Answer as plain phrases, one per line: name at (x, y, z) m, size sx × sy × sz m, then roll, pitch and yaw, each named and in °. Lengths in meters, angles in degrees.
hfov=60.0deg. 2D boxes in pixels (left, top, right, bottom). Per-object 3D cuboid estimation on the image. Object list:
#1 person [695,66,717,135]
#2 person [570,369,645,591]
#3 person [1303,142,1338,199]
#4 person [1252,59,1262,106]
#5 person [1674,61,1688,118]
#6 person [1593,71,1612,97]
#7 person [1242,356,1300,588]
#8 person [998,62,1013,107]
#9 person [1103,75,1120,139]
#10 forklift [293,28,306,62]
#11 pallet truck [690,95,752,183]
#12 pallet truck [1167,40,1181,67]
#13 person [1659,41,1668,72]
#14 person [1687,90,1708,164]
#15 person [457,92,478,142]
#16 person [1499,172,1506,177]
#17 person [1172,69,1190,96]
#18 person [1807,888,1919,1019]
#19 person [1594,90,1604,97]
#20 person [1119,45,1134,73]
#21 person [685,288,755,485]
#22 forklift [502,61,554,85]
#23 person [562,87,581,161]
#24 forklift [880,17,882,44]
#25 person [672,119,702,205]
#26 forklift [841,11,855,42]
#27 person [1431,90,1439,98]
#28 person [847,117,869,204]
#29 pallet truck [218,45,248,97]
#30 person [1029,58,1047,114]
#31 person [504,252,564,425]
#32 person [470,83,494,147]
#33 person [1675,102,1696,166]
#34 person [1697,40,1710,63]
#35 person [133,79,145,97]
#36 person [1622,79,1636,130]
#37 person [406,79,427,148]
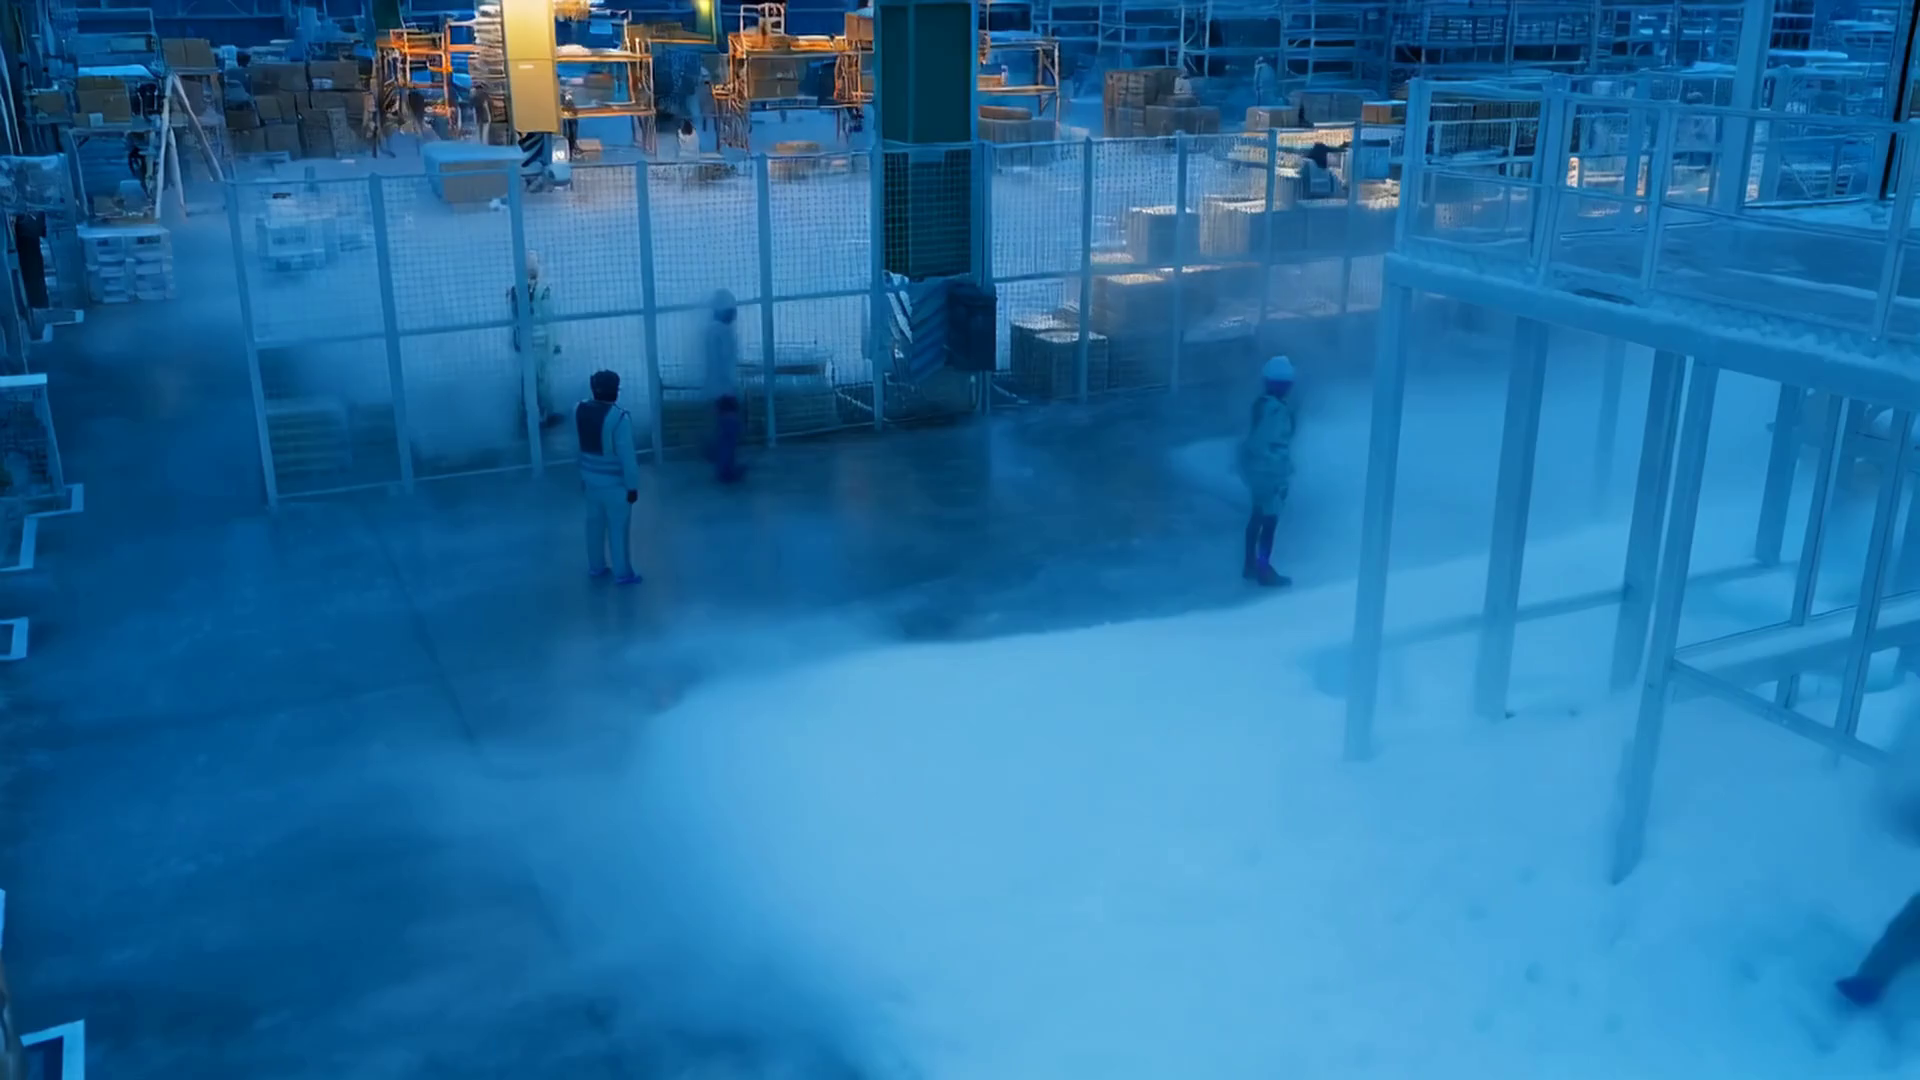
person at (-7.788, -13.461, 50.960) m, size 0.682 × 2.000 × 0.537 m, roll 2°, pitch 19°, yaw 5°
person at (-2.891, -0.499, 13.707) m, size 0.623 × 1.835 × 0.431 m, roll 11°, pitch 22°, yaw 30°
person at (6.636, -6.296, 30.430) m, size 0.595 × 1.889 × 0.851 m, roll -6°, pitch 20°, yaw -16°
person at (11.053, -16.993, 61.718) m, size 0.318 × 1.696 × 0.532 m, roll 0°, pitch 19°, yaw 0°
person at (24.250, -15.231, 56.304) m, size 0.828 × 1.908 × 0.548 m, roll -6°, pitch 20°, yaw -16°
person at (19.984, -13.684, 51.860) m, size 0.553 × 1.885 × 0.984 m, roll 4°, pitch 20°, yaw 13°
person at (2.570, -0.564, 13.729) m, size 0.362 × 1.938 × 0.545 m, roll -5°, pitch 20°, yaw -15°
person at (1.389, -15.045, 55.758) m, size 0.961 × 1.896 × 0.659 m, roll 0°, pitch 19°, yaw 1°
person at (4.534, -12.957, 49.779) m, size 0.509 × 1.860 × 0.334 m, roll 7°, pitch 20°, yaw 20°
forklift at (-23.756, -17.105, 60.255) m, size 1.873 × 2.768 × 1.129 m, roll -9°, pitch 21°, yaw -25°
pallet truck at (-5.836, -9.608, 39.856) m, size 0.823 × 1.965 × 1.885 m, roll 10°, pitch 22°, yaw 27°
pallet truck at (9.045, -19.971, 69.895) m, size 0.823 × 1.965 × 1.885 m, roll -3°, pitch 19°, yaw -8°
person at (33.648, -23.159, 79.412) m, size 0.615 × 1.808 × 0.611 m, roll -8°, pitch 21°, yaw -22°
person at (19.095, -10.680, 43.079) m, size 0.577 × 1.919 × 0.556 m, roll -1°, pitch 19°, yaw -3°
person at (-13.342, -11.282, 45.157) m, size 0.540 × 1.699 × 0.316 m, roll 3°, pitch 19°, yaw 7°
person at (8.855, -5.239, 27.627) m, size 0.775 × 1.714 × 0.498 m, roll 6°, pitch 20°, yaw 16°
person at (7.059, -14.048, 52.975) m, size 0.578 × 1.843 × 0.973 m, roll 17°, pitch 25°, yaw 40°
person at (4.648, 1.568, 7.726) m, size 0.583 × 1.826 × 1.028 m, roll -11°, pitch 22°, yaw -30°
person at (16.225, -10.526, 42.584) m, size 0.645 × 1.946 × 0.617 m, roll -5°, pitch 20°, yaw -14°
person at (6.509, -18.566, 65.868) m, size 0.924 × 1.952 × 0.625 m, roll 14°, pitch 23°, yaw 34°
person at (-2.376, -1.497, 16.371) m, size 0.557 × 1.976 × 0.635 m, roll -6°, pitch 20°, yaw -18°
forklift at (-18.545, -20.815, 71.009) m, size 1.129 × 2.768 × 1.873 m, roll 18°, pitch 26°, yaw 42°
person at (-10.292, -11.026, 44.076) m, size 0.384 × 1.922 × 0.594 m, roll -3°, pitch 19°, yaw -10°
forklift at (-3.199, -21.740, 73.689) m, size 1.129 × 2.768 × 1.873 m, roll -10°, pitch 21°, yaw -26°
person at (-5.874, -8.168, 35.946) m, size 0.621 × 1.826 × 0.452 m, roll -6°, pitch 20°, yaw -16°
forklift at (-5.588, -25.065, 83.329) m, size 1.873 × 2.768 × 1.129 m, roll -9°, pitch 21°, yaw -25°
person at (14.585, -13.486, 51.691) m, size 0.543 × 1.588 × 0.845 m, roll 8°, pitch 20°, yaw 21°
person at (-2.201, -8.289, 36.268) m, size 0.526 × 1.843 × 0.817 m, roll 6°, pitch 20°, yaw 17°
pallet truck at (-28.879, -18.665, 66.111) m, size 0.823 × 1.965 × 1.885 m, roll -3°, pitch 19°, yaw -9°
person at (2.701, -15.785, 57.882) m, size 0.646 × 1.924 × 0.477 m, roll -1°, pitch 19°, yaw -3°
person at (-4.768, -2.243, 18.608) m, size 0.606 × 1.935 × 0.409 m, roll 6°, pitch 20°, yaw 17°
person at (-12.940, -11.398, 45.143) m, size 0.627 × 1.934 × 0.371 m, roll 7°, pitch 20°, yaw 19°
person at (17.978, -9.927, 41.161) m, size 0.532 × 1.754 × 0.579 m, roll -7°, pitch 20°, yaw -19°
person at (34.874, -22.622, 78.034) m, size 0.535 × 1.697 × 0.318 m, roll 2°, pitch 19°, yaw 5°
person at (-25.328, -13.407, 51.425) m, size 0.524 × 1.632 × 0.323 m, roll 7°, pitch 20°, yaw 18°
person at (21.074, -13.677, 52.227) m, size 0.515 × 1.608 × 0.550 m, roll -1°, pitch 19°, yaw -2°
person at (-15.518, -12.112, 47.243) m, size 0.695 × 1.904 × 0.628 m, roll 9°, pitch 21°, yaw 25°
